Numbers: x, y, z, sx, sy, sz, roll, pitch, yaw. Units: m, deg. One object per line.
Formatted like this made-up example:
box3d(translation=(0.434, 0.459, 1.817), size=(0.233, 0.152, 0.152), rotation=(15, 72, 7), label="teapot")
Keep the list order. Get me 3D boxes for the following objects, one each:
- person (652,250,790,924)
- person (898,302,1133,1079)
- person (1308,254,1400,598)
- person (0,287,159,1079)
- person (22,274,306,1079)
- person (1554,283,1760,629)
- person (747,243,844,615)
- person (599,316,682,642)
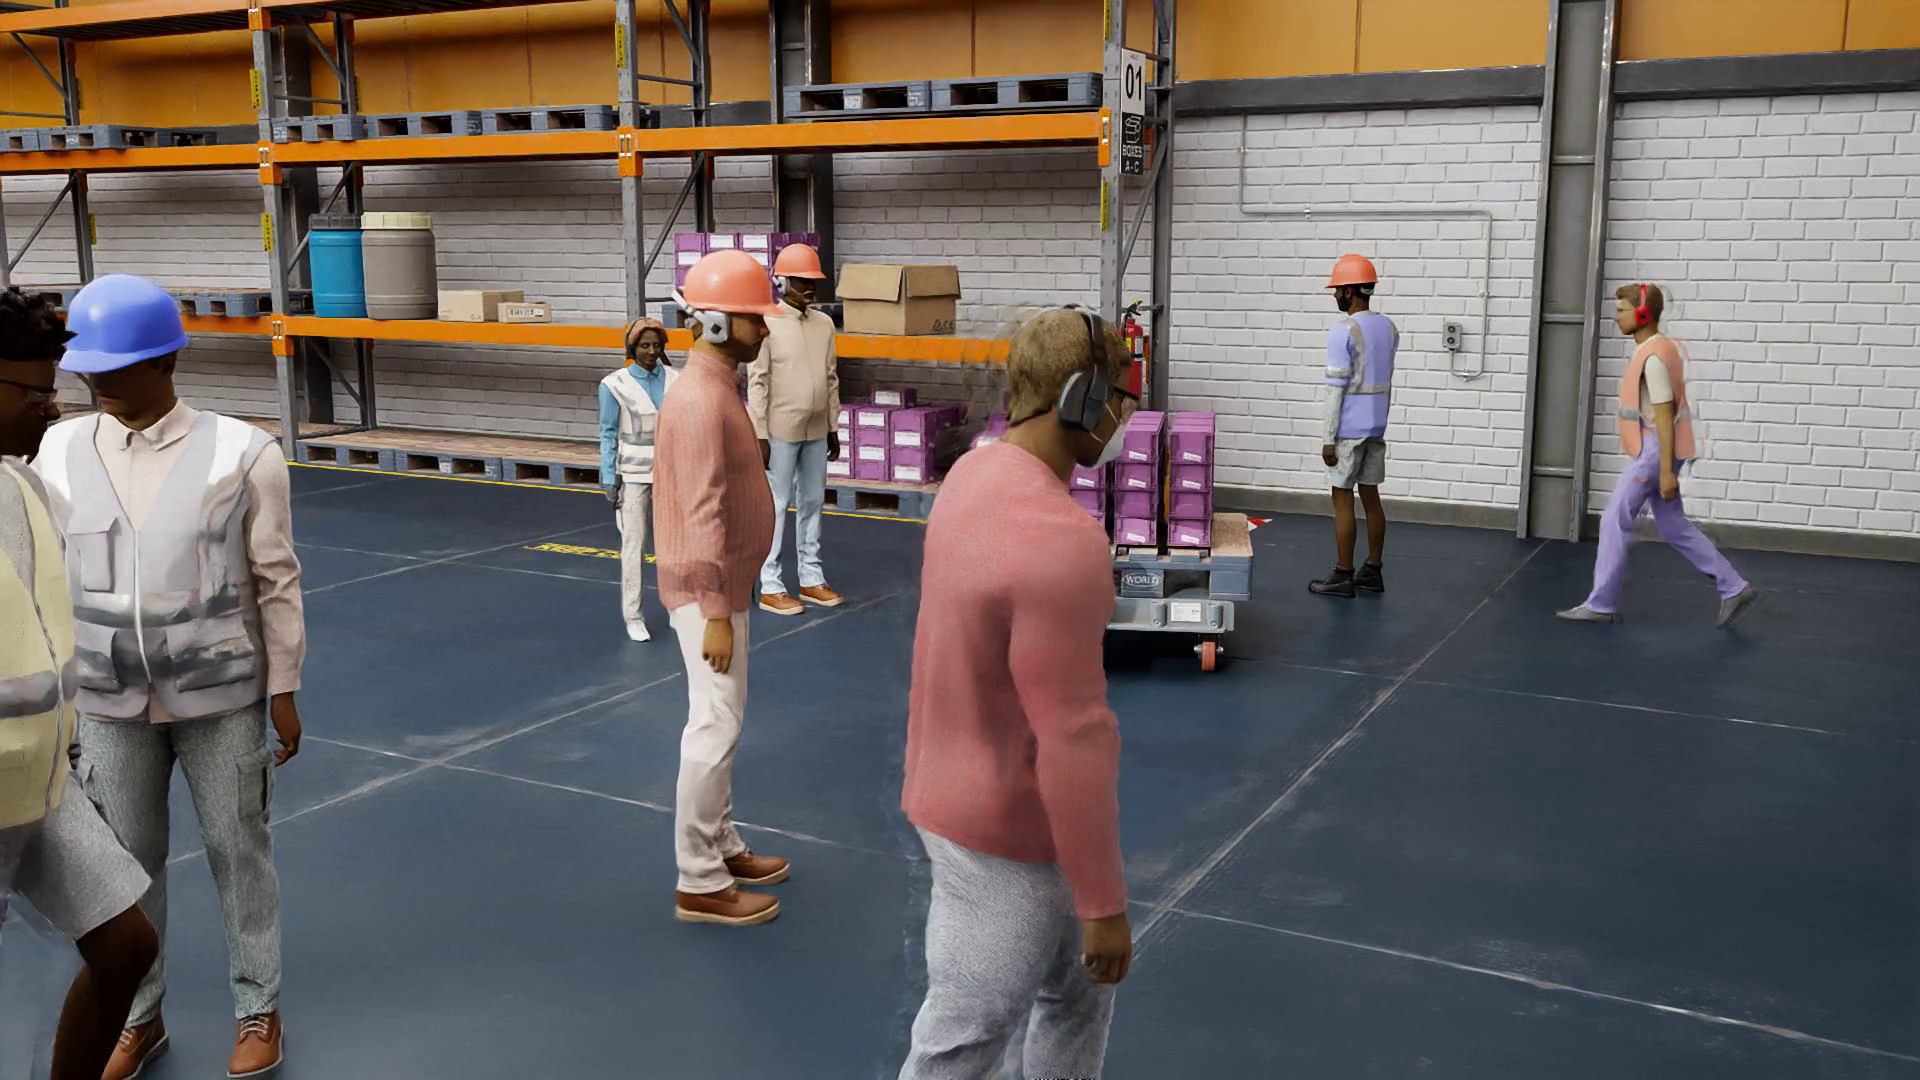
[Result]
box3d(translation=(-0.700, 0.146, 4.938), size=(0.408, 1.982, 0.625), rotation=(-1, 10, -5), label="person")
box3d(translation=(0.172, 0.532, 3.034), size=(0.802, 1.899, 0.674), rotation=(-2, 11, -12), label="person")
box3d(translation=(2.205, -0.634, 9.370), size=(0.545, 1.930, 0.380), rotation=(-8, 13, -38), label="person")
box3d(translation=(-1.803, 0.493, 3.129), size=(0.582, 1.934, 0.654), rotation=(1, 10, 4), label="person")
box3d(translation=(-1.859, 0.355, 3.905), size=(0.610, 1.936, 0.410), rotation=(-1, 10, -8), label="person")
box3d(translation=(3.658, -0.425, 8.576), size=(0.936, 1.798, 0.578), rotation=(4, 11, 22), label="person")
box3d(translation=(-0.876, -0.594, 8.991), size=(0.399, 1.988, 0.615), rotation=(9, 14, 42), label="person")
box3d(translation=(-1.559, -0.302, 8.360), size=(0.525, 1.631, 0.320), rotation=(-8, 13, -36), label="person")
